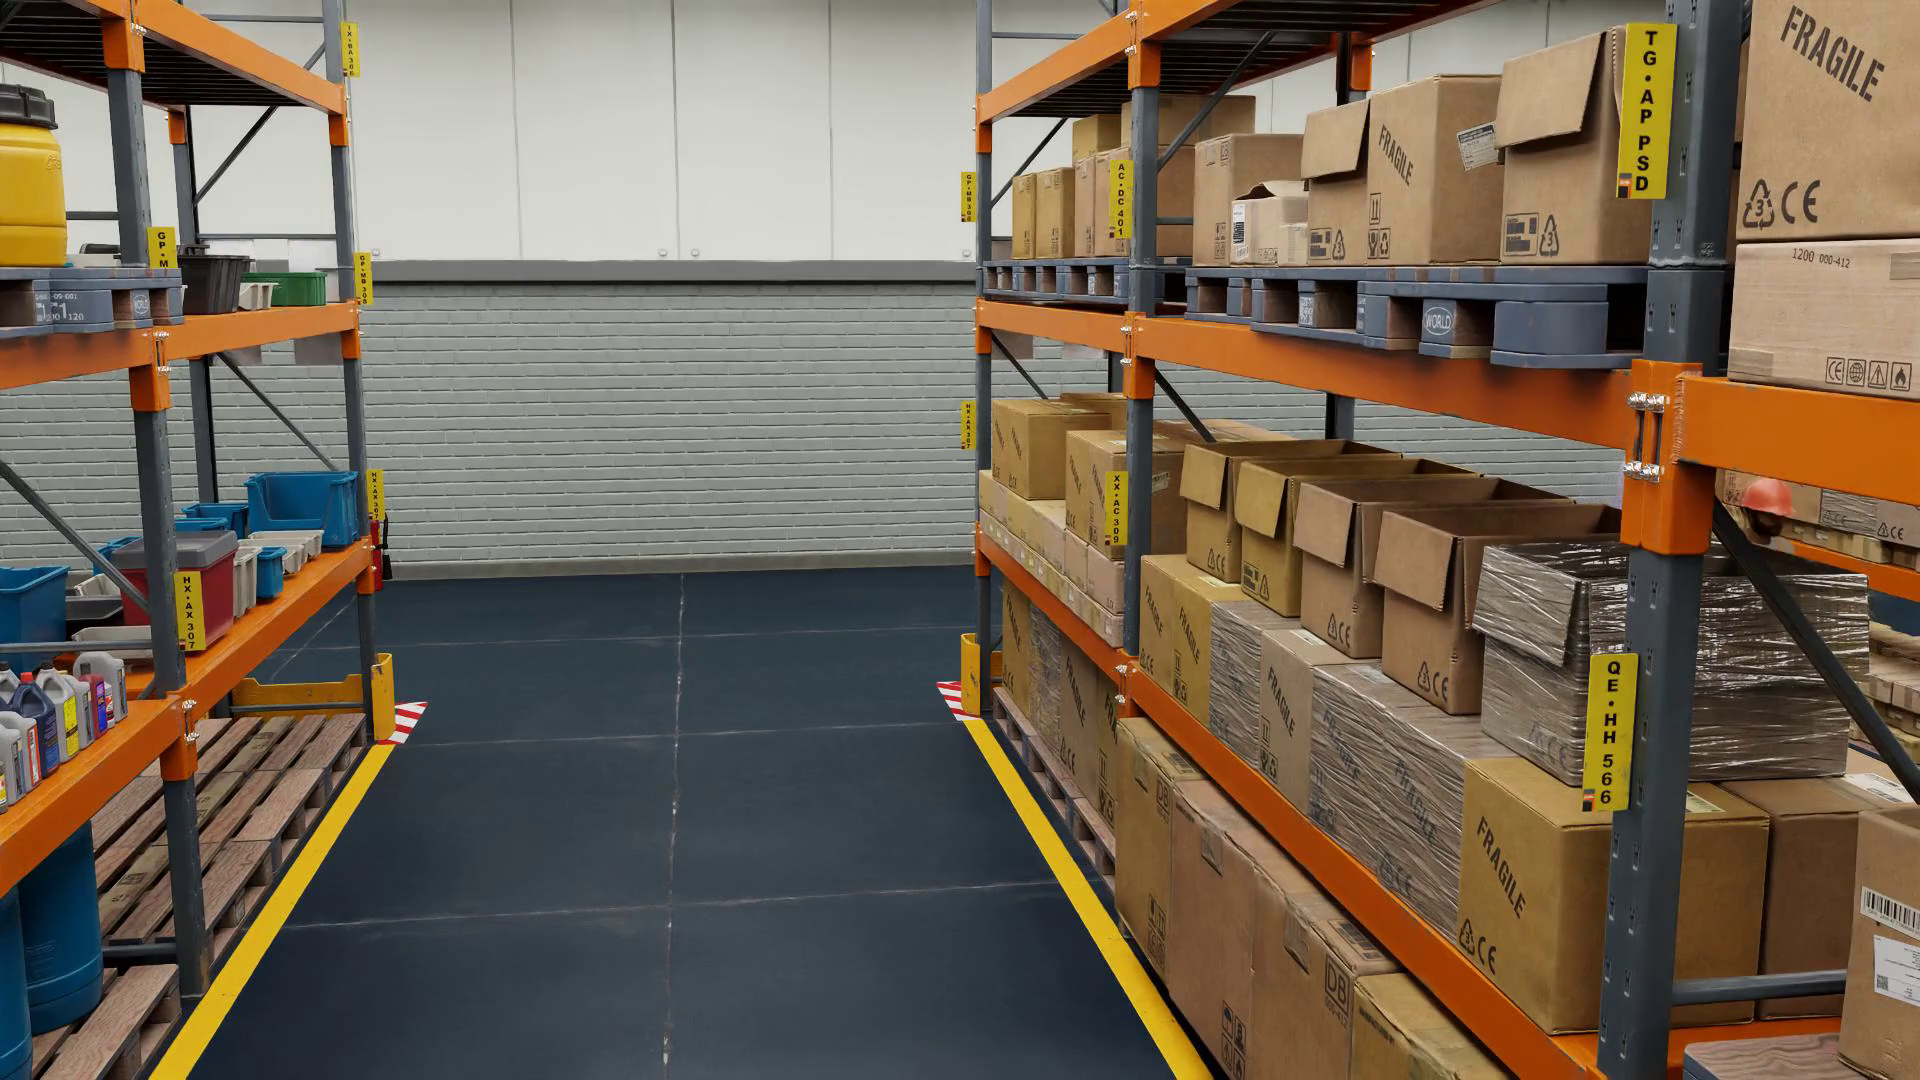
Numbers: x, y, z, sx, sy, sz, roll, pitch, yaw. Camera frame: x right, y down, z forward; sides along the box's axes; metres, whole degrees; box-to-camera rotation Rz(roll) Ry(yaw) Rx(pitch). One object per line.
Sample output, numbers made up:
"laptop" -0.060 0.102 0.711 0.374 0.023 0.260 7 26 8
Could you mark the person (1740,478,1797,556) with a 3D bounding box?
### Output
"person" 4.373 0.616 9.118 0.560 1.907 0.786 -2 9 -10
